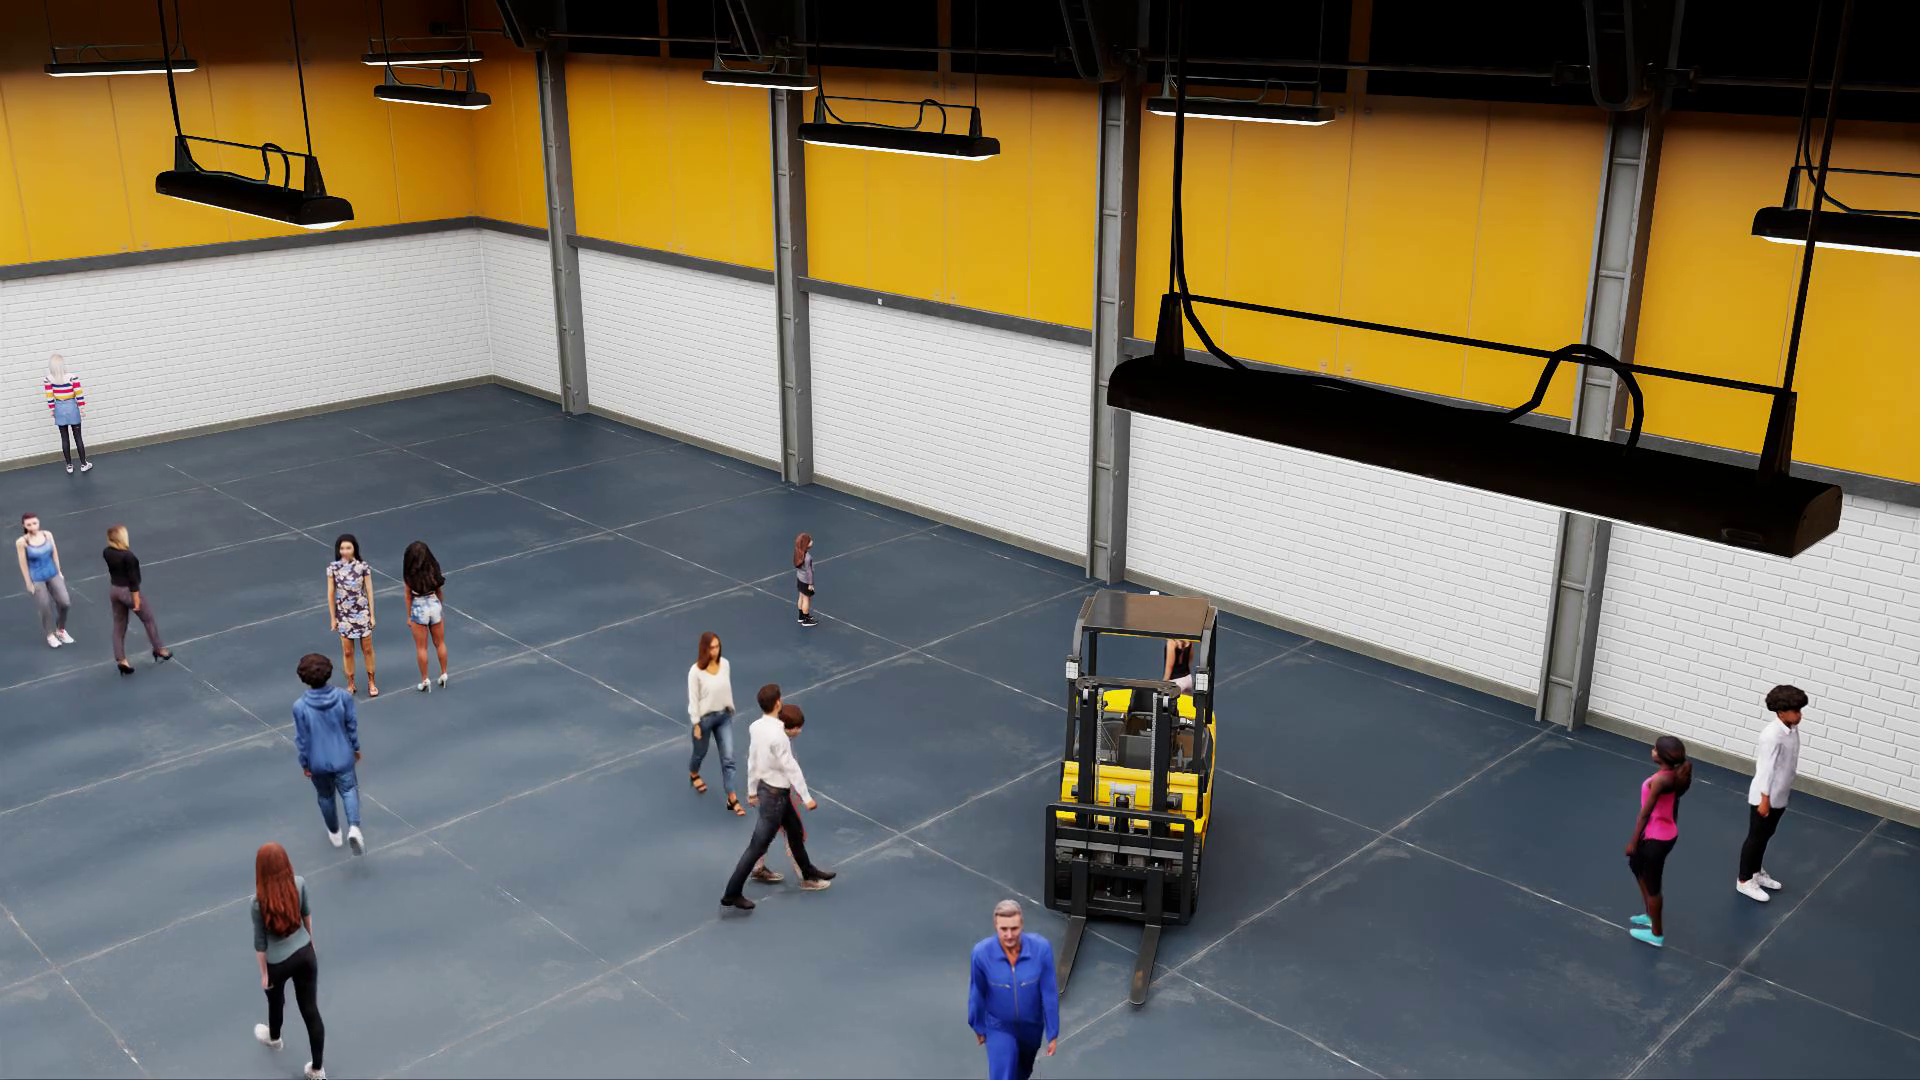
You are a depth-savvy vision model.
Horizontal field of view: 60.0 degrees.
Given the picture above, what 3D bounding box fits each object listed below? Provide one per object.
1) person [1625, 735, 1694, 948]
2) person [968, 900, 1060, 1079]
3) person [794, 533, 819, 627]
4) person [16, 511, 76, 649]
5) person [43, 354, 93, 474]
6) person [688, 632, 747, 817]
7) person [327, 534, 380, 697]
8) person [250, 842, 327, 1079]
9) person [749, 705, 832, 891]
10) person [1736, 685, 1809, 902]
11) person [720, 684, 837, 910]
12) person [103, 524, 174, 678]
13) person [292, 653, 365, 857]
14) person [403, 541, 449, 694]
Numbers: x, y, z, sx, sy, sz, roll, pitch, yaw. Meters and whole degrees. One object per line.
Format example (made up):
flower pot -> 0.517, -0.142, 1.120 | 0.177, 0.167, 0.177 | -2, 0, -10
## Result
person -> 5.402, 2.318, 12.665 | 0.609, 1.708, 0.574 | 15, 24, 38
person -> 0.334, 3.022, 10.466 | 1.159, 1.777, 1.317 | -3, 19, -8
person -> -1.788, 0.434, 19.204 | 0.591, 1.106, 0.474 | -8, 20, -22
person -> -10.202, 0.428, 18.454 | 0.618, 1.596, 0.612 | 13, 23, 35
person -> -13.493, -1.930, 25.121 | 0.720, 1.809, 0.695 | -5, 19, -15
person -> -2.275, 1.603, 14.901 | 0.733, 1.636, 1.122 | -14, 23, -36
person -> -6.266, 0.781, 17.190 | 0.673, 1.734, 0.679 | -5, 19, -16
person -> -4.421, 2.859, 11.060 | 1.015, 1.708, 0.605 | 17, 25, 41
person -> -1.559, 2.076, 13.534 | 1.032, 1.613, 0.924 | 0, 19, 1
person -> 6.550, 2.007, 13.431 | 0.619, 1.809, 0.554 | -16, 25, -40
person -> -1.565, 2.088, 13.180 | 1.045, 1.816, 1.284 | -9, 20, -24
person -> -8.924, 0.665, 17.665 | 0.897, 1.650, 0.880 | 6, 19, 17
person -> -5.272, 1.837, 13.969 | 0.869, 1.788, 1.061 | -9, 21, -25
person -> -5.558, 0.794, 17.326 | 0.552, 1.621, 0.564 | -16, 25, -40
